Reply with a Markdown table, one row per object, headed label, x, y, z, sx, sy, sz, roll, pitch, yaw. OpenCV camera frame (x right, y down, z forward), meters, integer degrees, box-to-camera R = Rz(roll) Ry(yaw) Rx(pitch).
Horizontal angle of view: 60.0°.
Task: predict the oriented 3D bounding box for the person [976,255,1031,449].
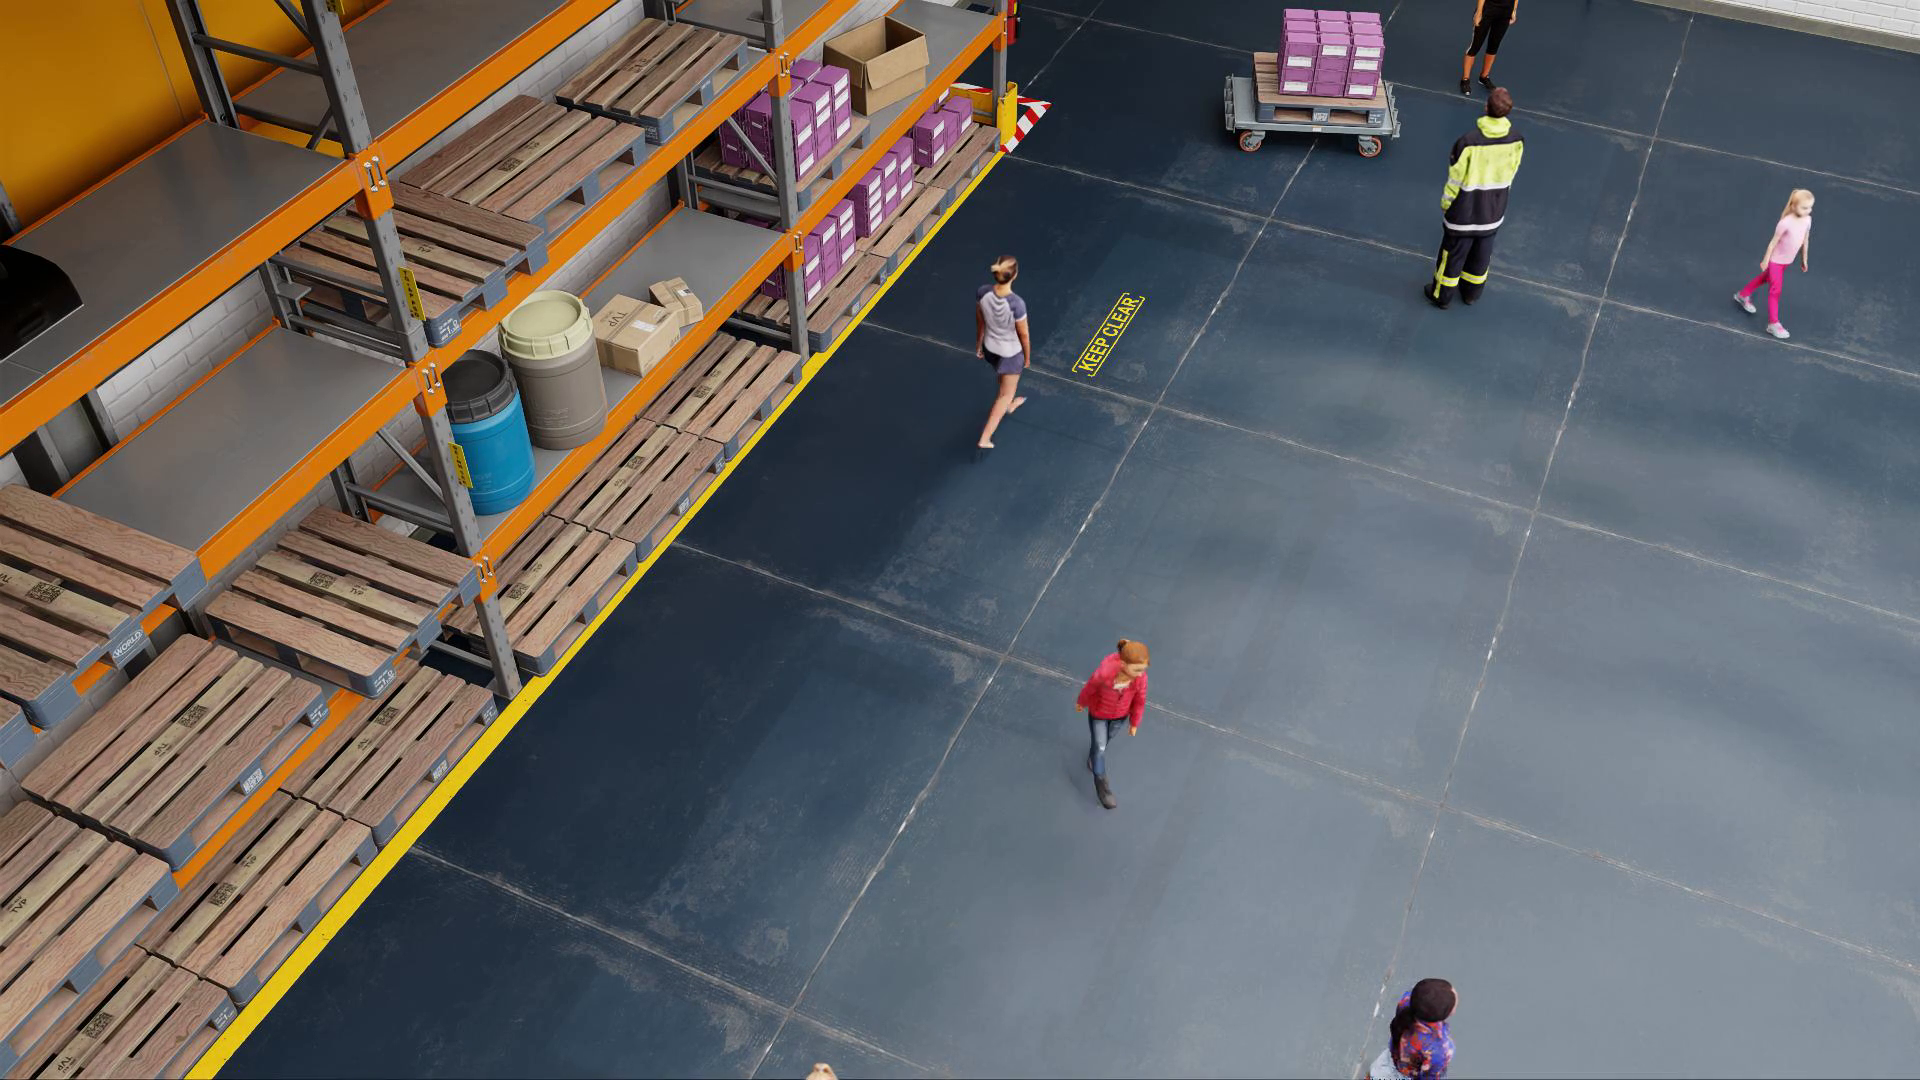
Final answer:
| label | x | y | z | sx | sy | sz | roll | pitch | yaw |
| --- | --- | --- | --- | --- | --- | --- | --- | --- | --- |
| person | 0.292 | -1.395 | 12.517 | 0.688 | 1.591 | 1.054 | 25 | 49 | 24 |

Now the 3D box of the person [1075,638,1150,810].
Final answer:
| label | x | y | z | sx | sy | sz | roll | pitch | yaw |
| --- | --- | --- | --- | --- | --- | --- | --- | --- | --- |
| person | 0.895 | 1.012 | 10.220 | 0.788 | 1.274 | 0.912 | 2 | 44 | 2 |

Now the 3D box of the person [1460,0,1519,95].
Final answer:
| label | x | y | z | sx | sy | sz | roll | pitch | yaw |
| --- | --- | --- | --- | --- | --- | --- | --- | --- | --- |
| person | 5.309 | -5.268 | 16.527 | 0.654 | 1.667 | 0.686 | -8 | 44 | -9 |

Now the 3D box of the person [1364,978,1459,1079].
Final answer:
| label | x | y | z | sx | sy | sz | roll | pitch | yaw |
| --- | --- | --- | --- | --- | --- | --- | --- | --- | --- |
| person | 2.099 | 2.680 | 8.168 | 1.140 | 1.689 | 1.119 | -12 | 45 | -12 |

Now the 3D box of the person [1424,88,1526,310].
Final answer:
| label | x | y | z | sx | sy | sz | roll | pitch | yaw |
| --- | --- | --- | --- | --- | --- | --- | --- | --- | --- |
| person | 4.254 | -2.809 | 13.717 | 0.868 | 1.983 | 0.888 | -8 | 44 | -9 |

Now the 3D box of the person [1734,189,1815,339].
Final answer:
| label | x | y | z | sx | sy | sz | roll | pitch | yaw |
| --- | --- | --- | --- | --- | --- | --- | --- | --- | --- |
| person | 6.765 | -2.367 | 13.788 | 0.882 | 1.245 | 0.895 | -18 | 46 | -18 |
